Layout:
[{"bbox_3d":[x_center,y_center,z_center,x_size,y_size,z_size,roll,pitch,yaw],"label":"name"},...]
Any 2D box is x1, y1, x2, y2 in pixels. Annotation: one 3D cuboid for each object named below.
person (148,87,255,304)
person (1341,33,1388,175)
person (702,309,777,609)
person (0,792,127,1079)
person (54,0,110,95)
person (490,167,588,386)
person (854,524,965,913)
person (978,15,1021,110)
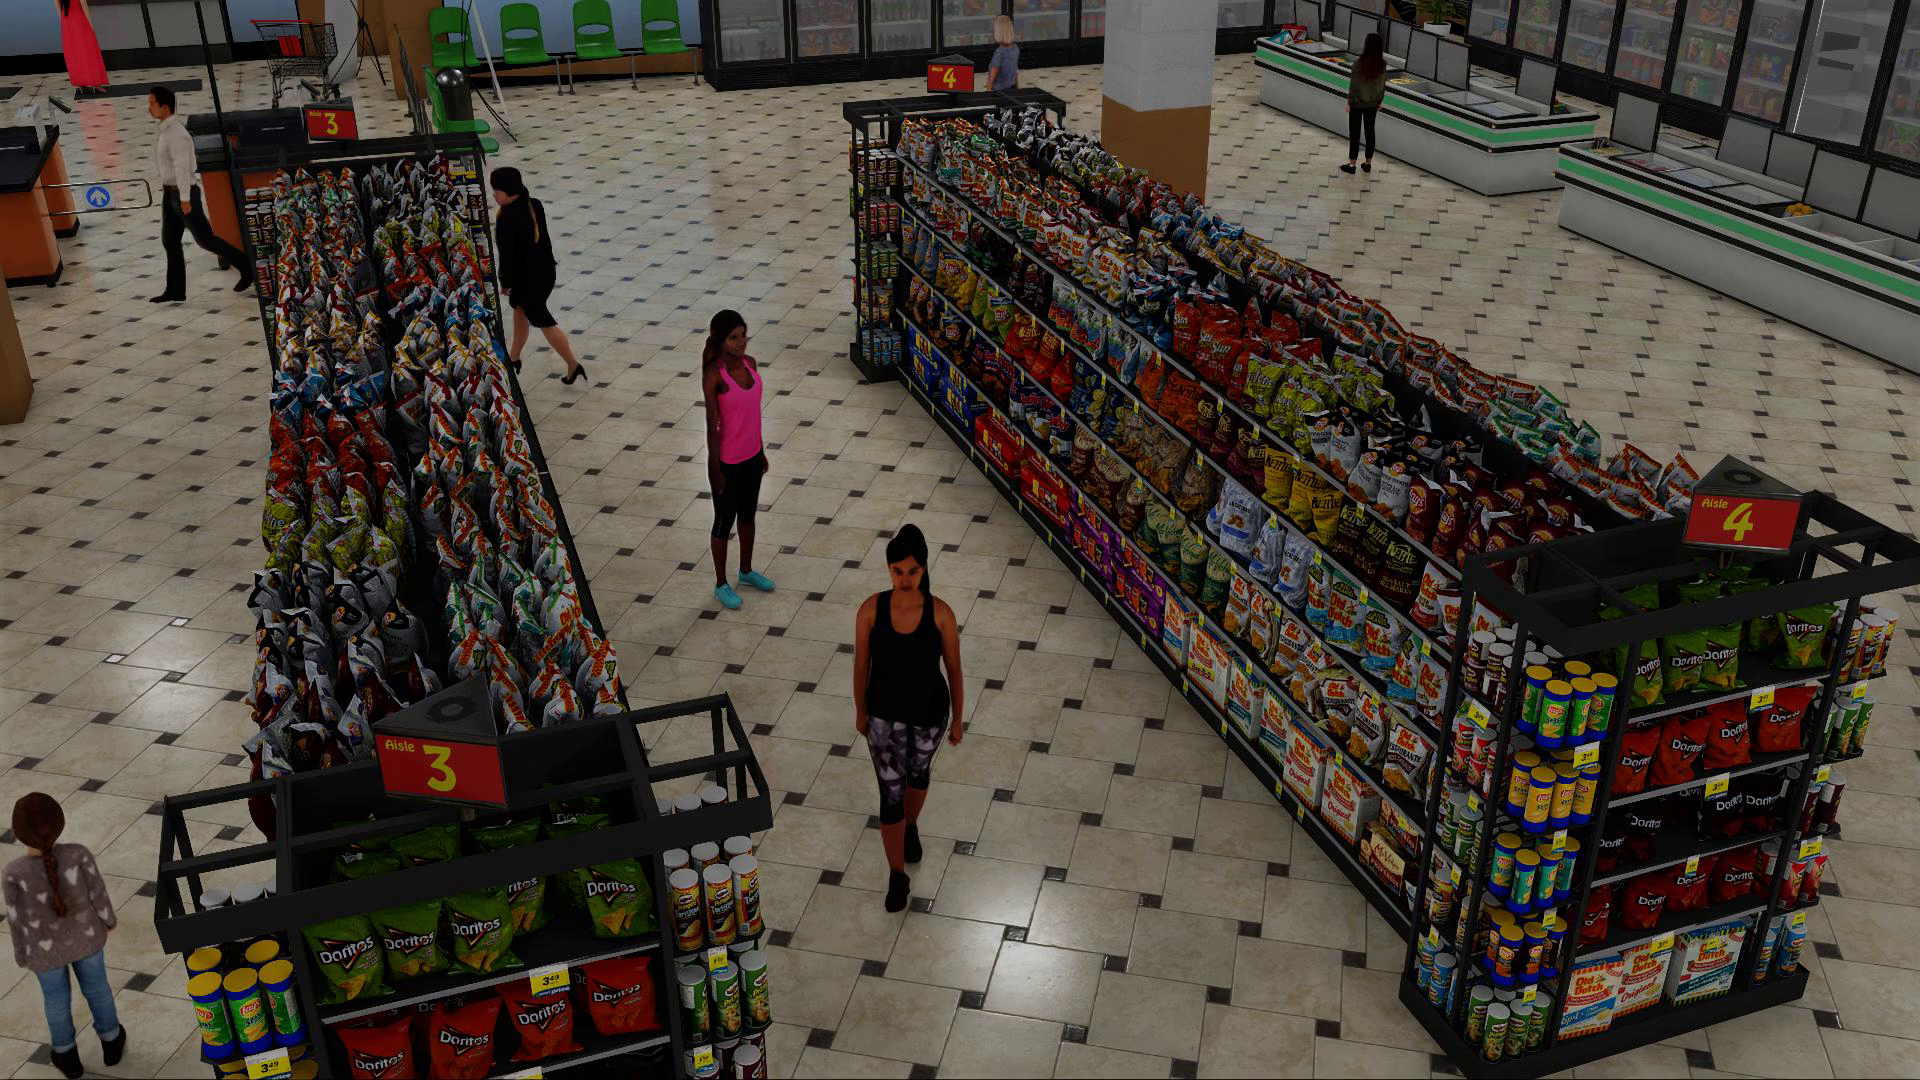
[{"bbox_3d":[-6.414,-2.877,13.965,0.941,1.774,1.173,-18,32,-31],"label":"person"},{"bbox_3d":[4.355,-4.697,17.884,0.589,1.476,0.523,-7,28,-14],"label":"person"},{"bbox_3d":[-1.253,-0.467,9.269,0.690,1.723,0.661,20,33,34],"label":"person"},{"bbox_3d":[-3.271,1.451,6.073,0.548,1.192,0.552,-19,33,-33],"label":"person"},{"bbox_3d":[-11.380,-6.624,21.405,0.701,1.728,0.709,3,27,5],"label":"person"},{"bbox_3d":[-3.072,-1.866,12.140,1.151,1.621,1.150,8,28,16],"label":"person"},{"bbox_3d":[-0.227,0.677,7.101,0.741,1.643,0.952,-3,27,-5],"label":"person"},{"bbox_3d":[0.549,-4.600,17.440,0.806,1.704,0.747,12,29,22],"label":"person"}]
